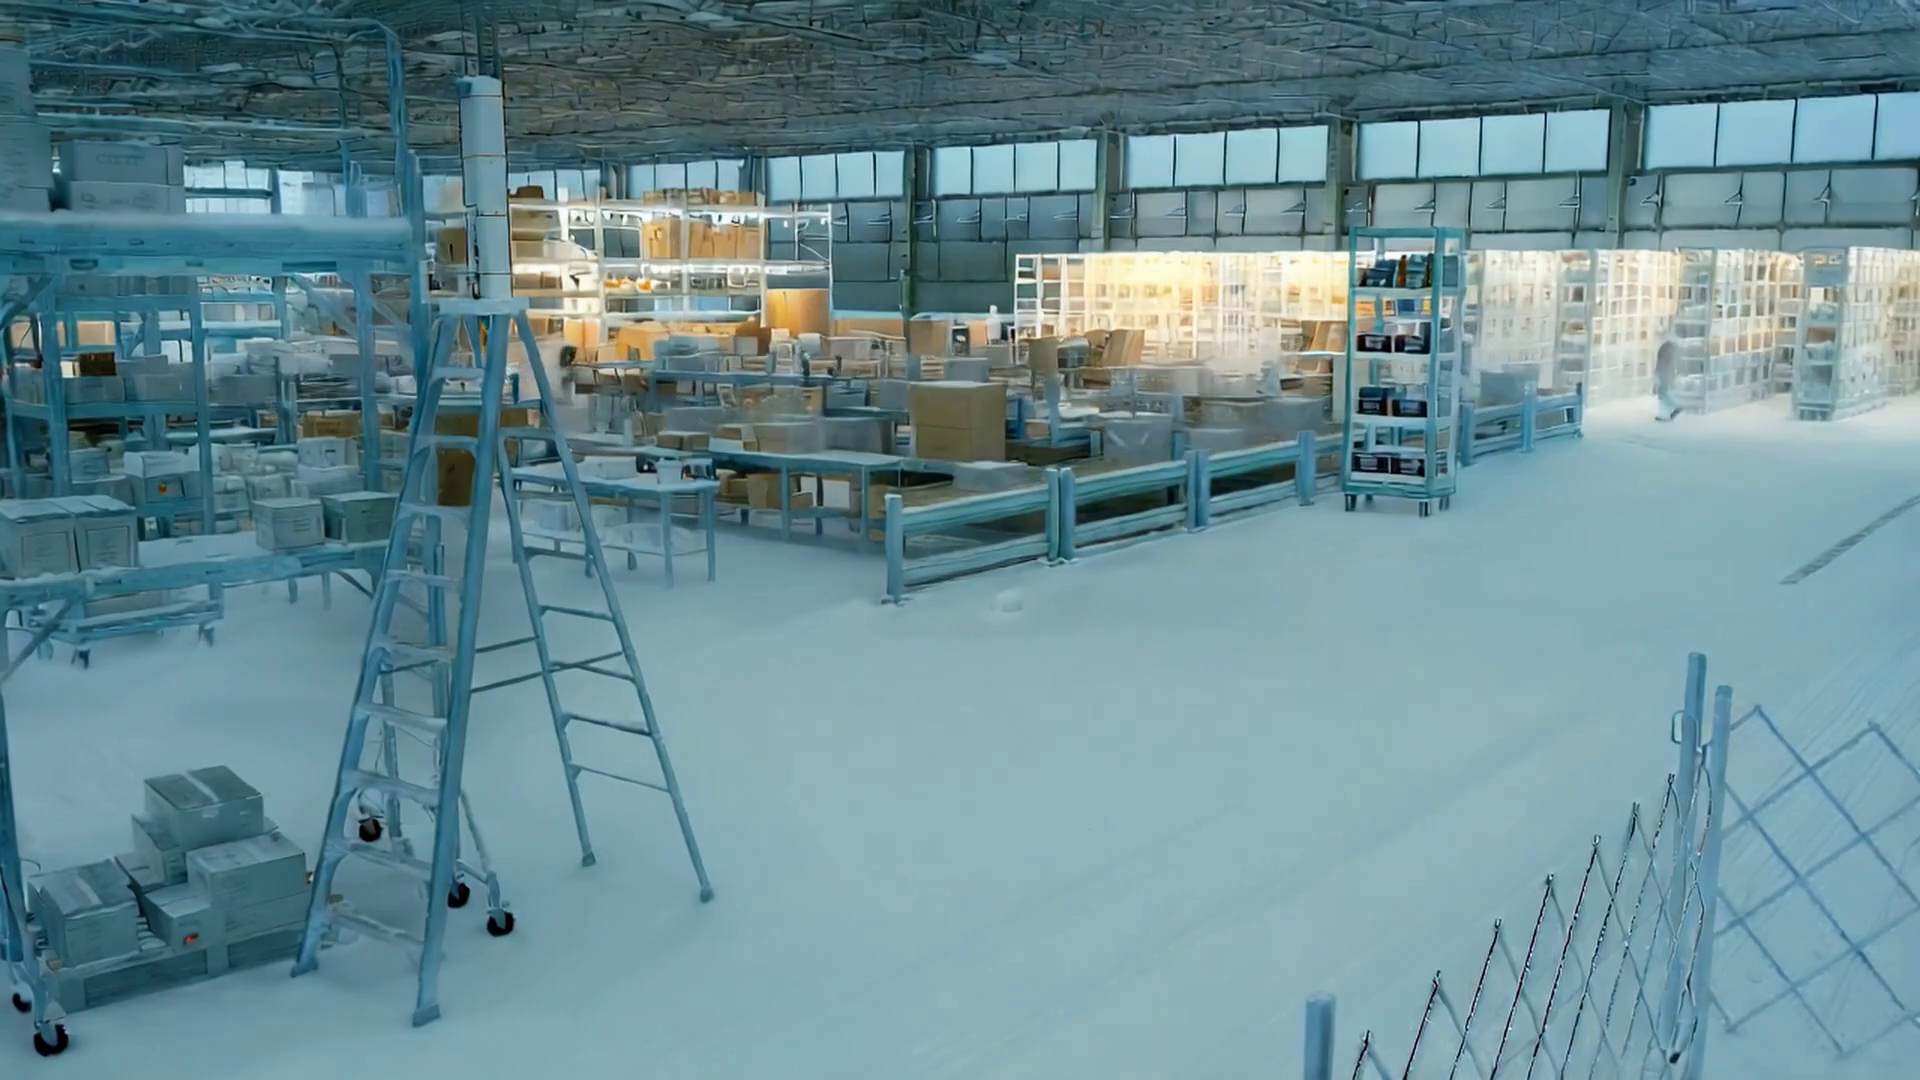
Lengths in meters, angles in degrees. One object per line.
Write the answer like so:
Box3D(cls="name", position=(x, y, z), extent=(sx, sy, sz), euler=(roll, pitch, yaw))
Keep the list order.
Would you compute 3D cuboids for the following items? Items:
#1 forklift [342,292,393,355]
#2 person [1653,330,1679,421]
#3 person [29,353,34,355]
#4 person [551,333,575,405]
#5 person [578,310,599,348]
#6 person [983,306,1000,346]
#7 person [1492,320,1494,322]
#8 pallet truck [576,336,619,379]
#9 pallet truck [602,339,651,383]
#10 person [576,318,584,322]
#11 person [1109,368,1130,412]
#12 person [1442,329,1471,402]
Box3D(cls="forklift", position=(-16.485, -5.622, 45.120), extent=(1.129, 2.768, 1.873), euler=(7, 11, 37))
Box3D(cls="person", position=(14.480, -3.346, 34.019), extent=(0.653, 1.891, 0.558), euler=(-7, 11, -36))
Box3D(cls="person", position=(-33.293, -7.458, 59.560), extent=(0.588, 1.916, 0.566), euler=(5, 10, 27))
Box3D(cls="person", position=(-9.125, -3.941, 38.365), extent=(0.613, 1.671, 0.548), euler=(-9, 12, -43))
Box3D(cls="person", position=(-11.302, -6.033, 50.667), extent=(0.624, 1.931, 0.377), euler=(-1, 9, -8))
Box3D(cls="person", position=(1.048, -6.632, 54.213), extent=(0.612, 1.983, 0.407), euler=(5, 11, 30))
Box3D(cls="person", position=(17.427, -6.568, 54.435), extent=(0.582, 1.798, 0.966), euler=(-6, 11, -33))
Box3D(cls="pallet truck", position=(-10.690, -5.294, 48.215), extent=(1.601, 1.201, 0.680), euler=(-5, 10, -26))
Box3D(cls="pallet truck", position=(-8.991, -4.871, 45.351), extent=(0.653, 1.274, 1.630), euler=(7, 11, 37))
Box3D(cls="person", position=(-14.441, -8.115, 63.915), extent=(0.627, 1.844, 0.429), euler=(-2, 9, -9))
Box3D(cls="person", position=(2.917, -2.684, 30.246), extent=(0.331, 1.768, 0.526), euler=(-5, 11, -31))
Box3D(cls="person", position=(11.019, -3.795, 36.999), extent=(0.627, 1.818, 0.501), euler=(-2, 9, -14))
